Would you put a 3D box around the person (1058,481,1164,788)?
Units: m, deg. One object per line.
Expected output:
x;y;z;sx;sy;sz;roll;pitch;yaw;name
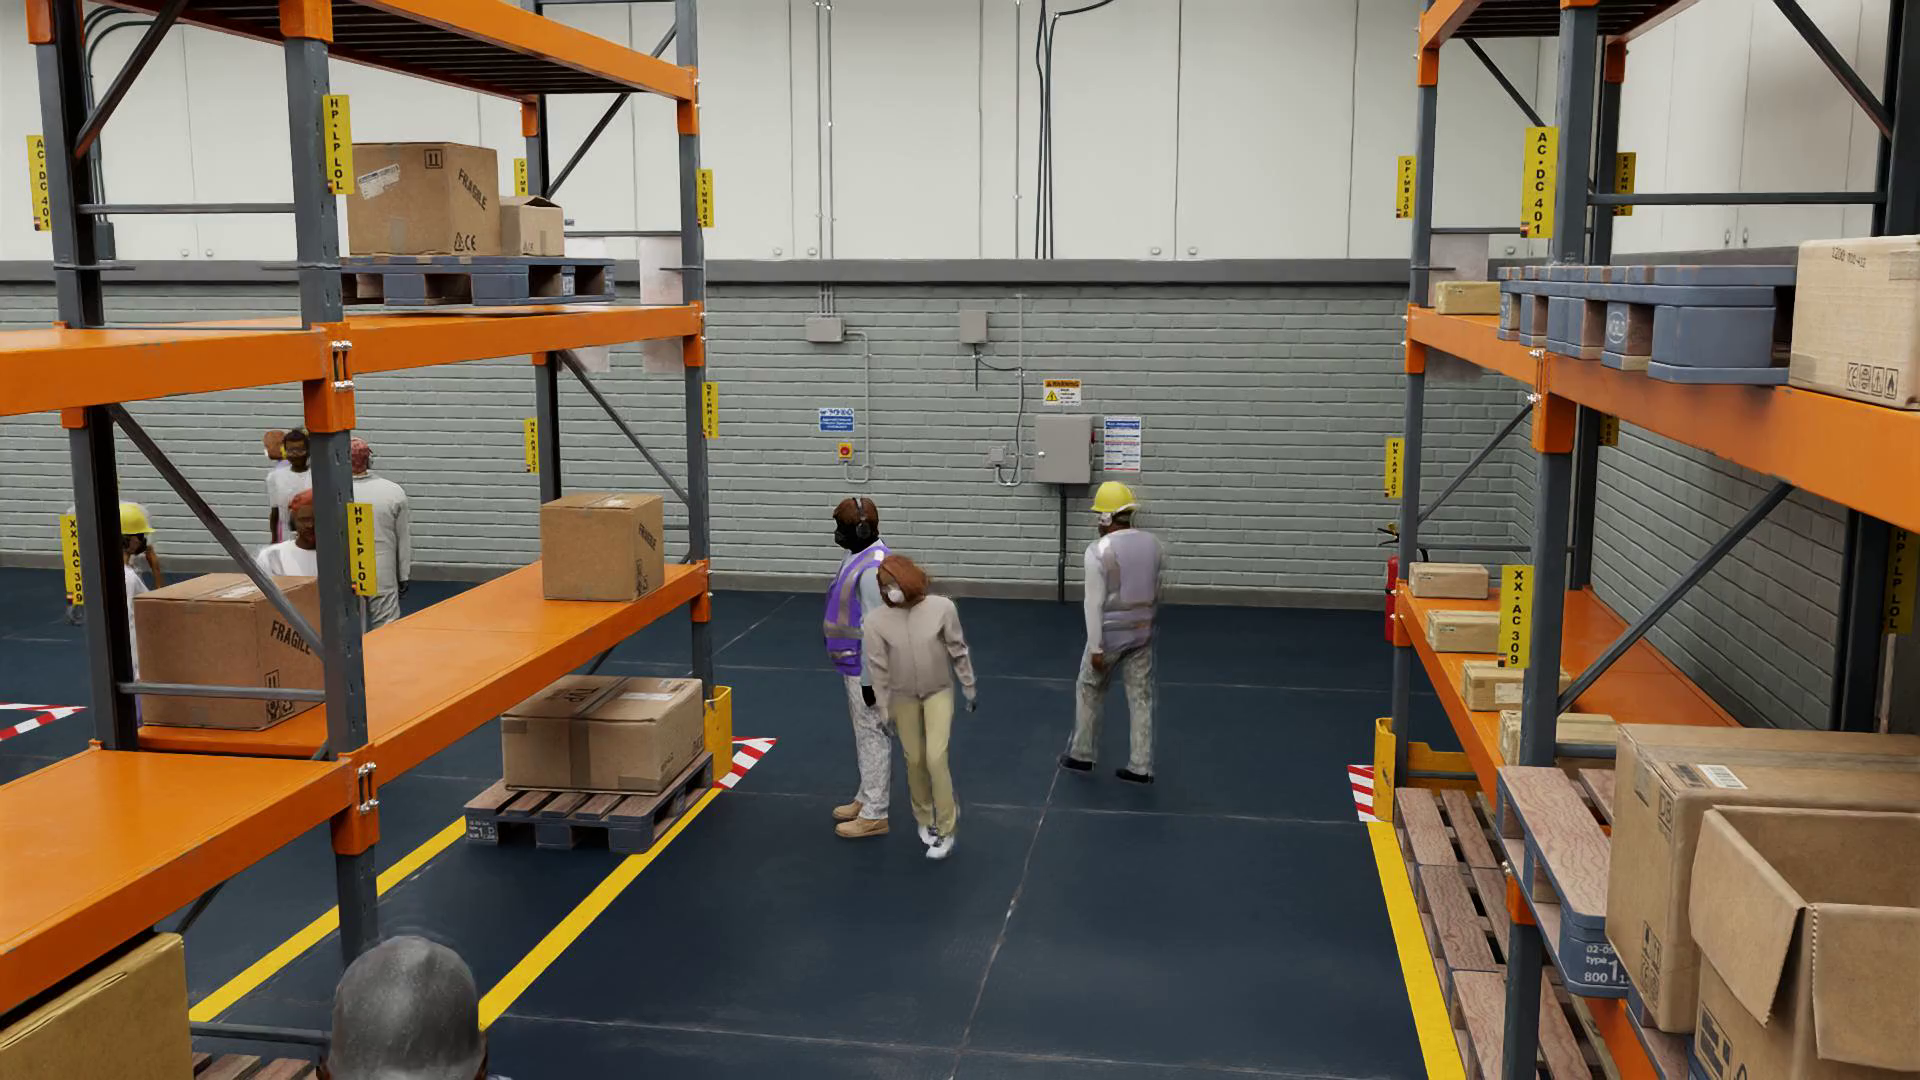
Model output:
0.893;0.544;9.884;0.591;1.804;0.746;-5;11;-30;person

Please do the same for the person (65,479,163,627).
-5.455;0.381;10.770;0.676;1.838;0.472;-2;9;-12;person

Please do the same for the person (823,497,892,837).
-0.523;0.675;8.982;0.429;1.837;0.625;-2;9;-9;person

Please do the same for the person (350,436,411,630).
-4.083;0.250;11.368;0.641;1.908;0.408;-6;11;-31;person

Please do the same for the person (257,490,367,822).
-3.626;0.618;9.371;0.559;1.829;1.012;-4;10;-22;person

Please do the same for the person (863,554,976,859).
-0.208;0.858;8.605;0.573;1.588;0.593;0;9;2;person
